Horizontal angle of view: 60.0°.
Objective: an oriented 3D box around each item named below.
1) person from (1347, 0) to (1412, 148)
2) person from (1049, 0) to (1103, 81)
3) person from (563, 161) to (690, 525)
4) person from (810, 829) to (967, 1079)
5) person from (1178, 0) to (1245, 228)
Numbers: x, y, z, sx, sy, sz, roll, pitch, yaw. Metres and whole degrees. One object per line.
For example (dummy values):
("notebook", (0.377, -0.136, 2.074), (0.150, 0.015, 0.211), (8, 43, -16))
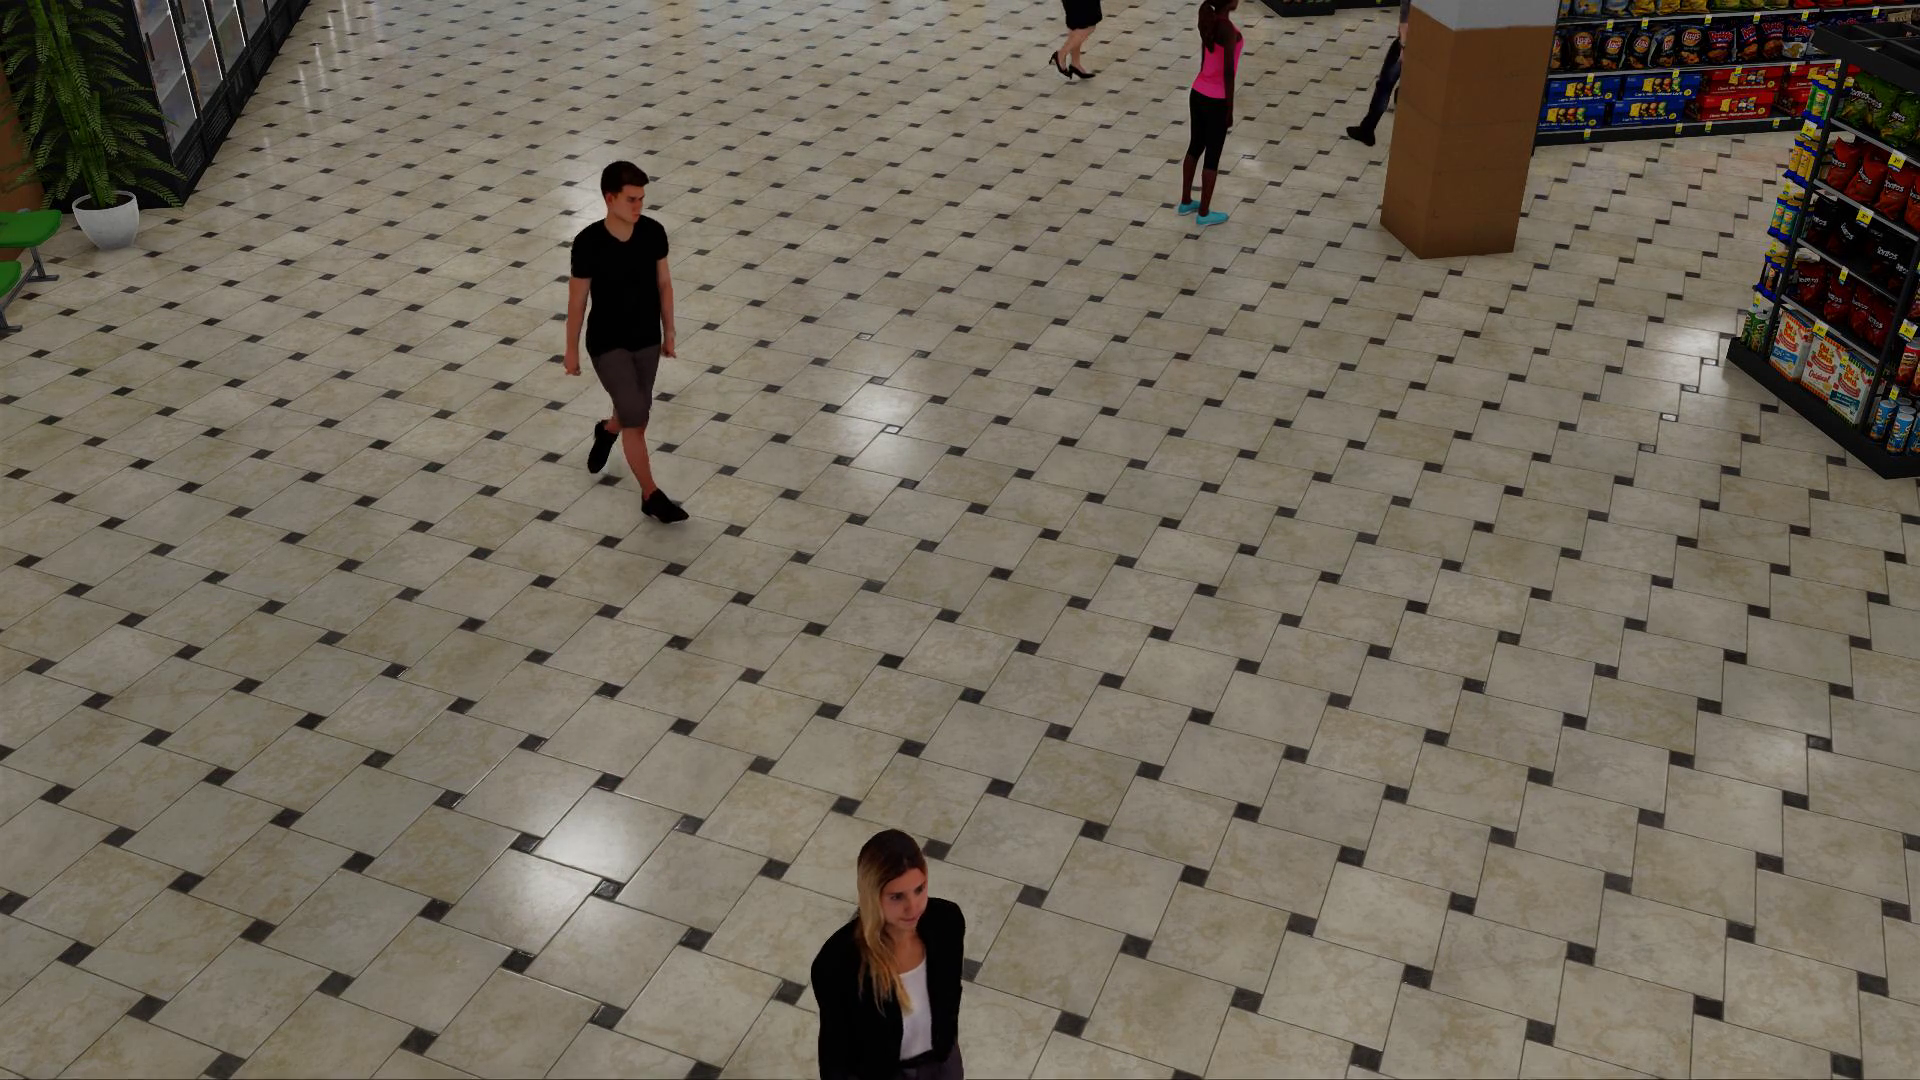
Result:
("person", (3.573, -3.766, 12.651), (1.225, 1.841, 0.998), (-18, 36, -27))
("person", (0.971, -4.847, 14.554), (0.708, 1.667, 0.748), (-1, 32, -2))
("person", (-1.710, -1.007, 8.239), (1.220, 1.818, 1.158), (-23, 38, -32))
("person", (-0.221, 1.420, 4.497), (0.964, 1.651, 0.819), (-15, 35, -23))
("person", (1.754, -3.081, 11.664), (0.608, 1.721, 0.594), (-14, 34, -21))
